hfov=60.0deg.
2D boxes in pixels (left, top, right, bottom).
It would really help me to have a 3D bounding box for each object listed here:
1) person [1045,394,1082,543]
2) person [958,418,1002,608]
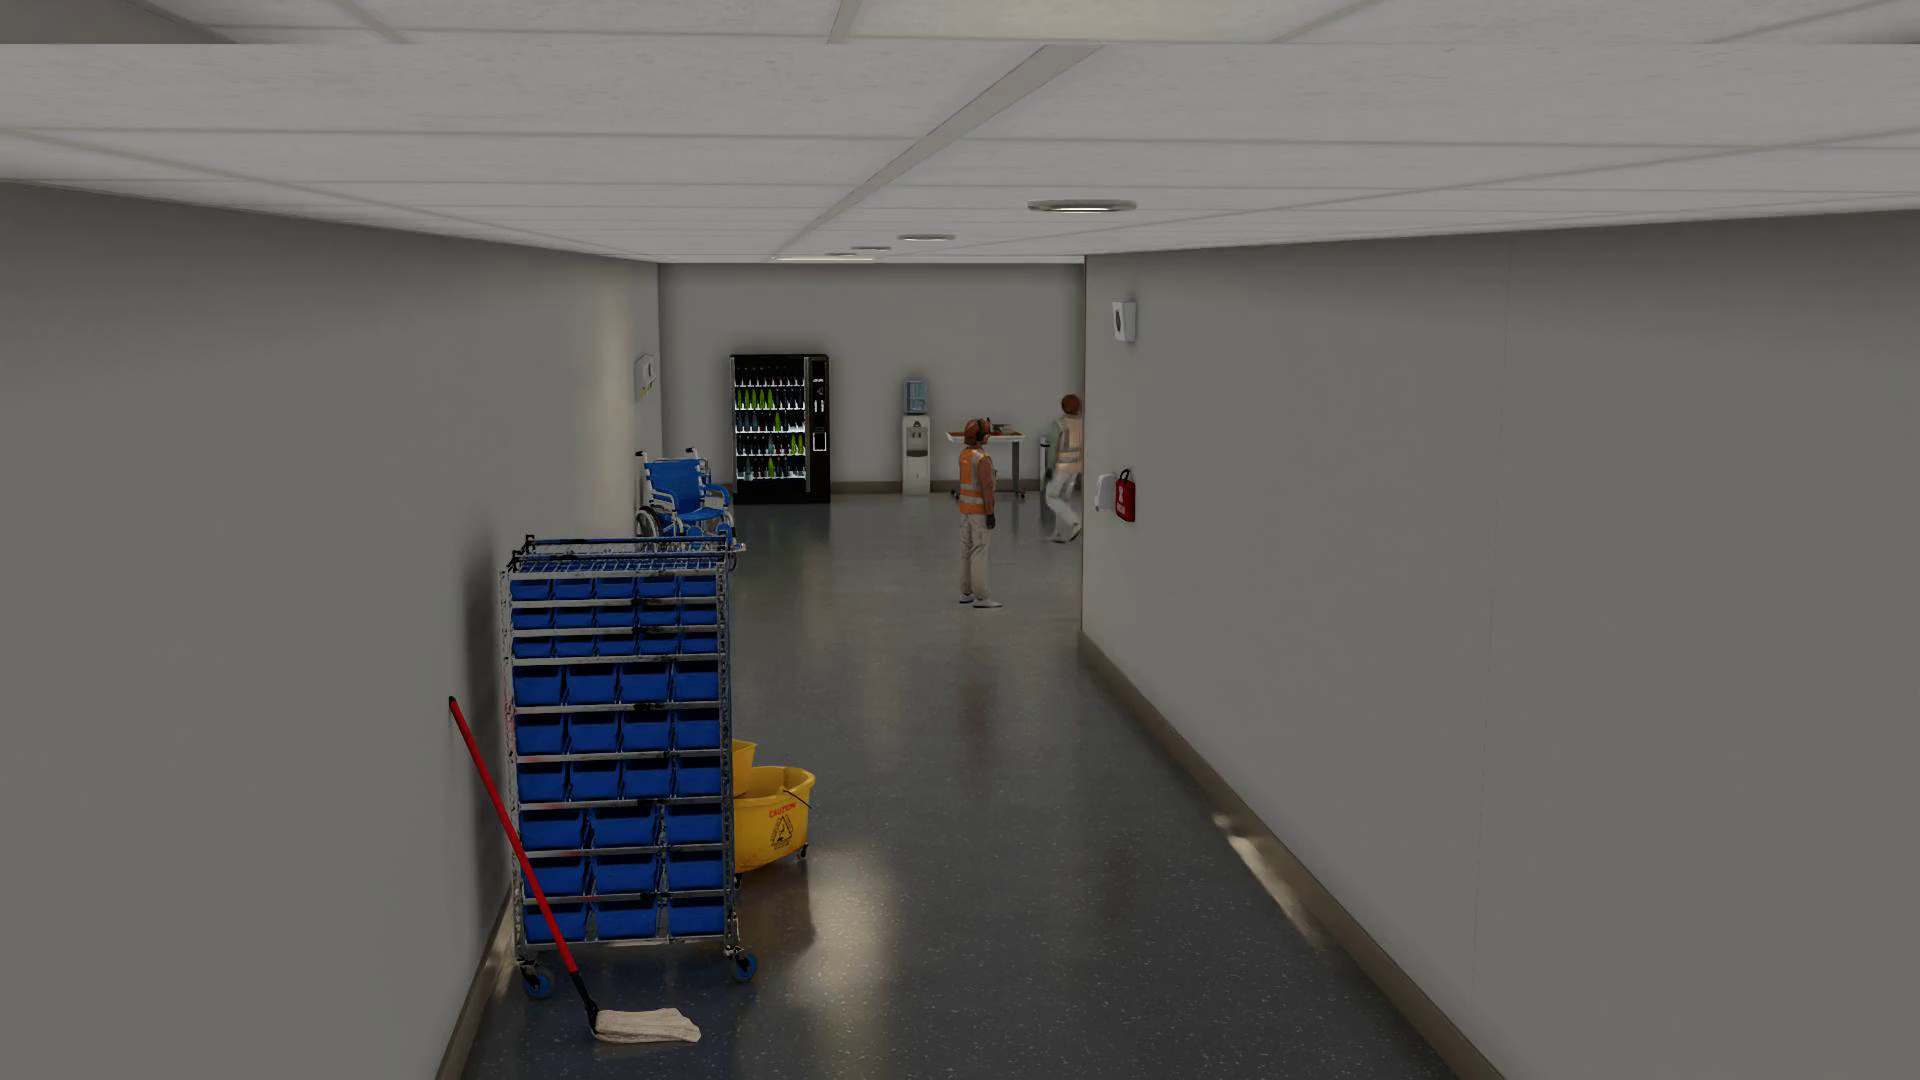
[{"bbox_3d":[1.128,-0.749,17.711,0.515,1.612,0.543,8,12,42],"label":"person"},{"bbox_3d":[0.148,-0.231,14.421,0.307,1.639,0.514,-5,10,-27],"label":"person"}]
